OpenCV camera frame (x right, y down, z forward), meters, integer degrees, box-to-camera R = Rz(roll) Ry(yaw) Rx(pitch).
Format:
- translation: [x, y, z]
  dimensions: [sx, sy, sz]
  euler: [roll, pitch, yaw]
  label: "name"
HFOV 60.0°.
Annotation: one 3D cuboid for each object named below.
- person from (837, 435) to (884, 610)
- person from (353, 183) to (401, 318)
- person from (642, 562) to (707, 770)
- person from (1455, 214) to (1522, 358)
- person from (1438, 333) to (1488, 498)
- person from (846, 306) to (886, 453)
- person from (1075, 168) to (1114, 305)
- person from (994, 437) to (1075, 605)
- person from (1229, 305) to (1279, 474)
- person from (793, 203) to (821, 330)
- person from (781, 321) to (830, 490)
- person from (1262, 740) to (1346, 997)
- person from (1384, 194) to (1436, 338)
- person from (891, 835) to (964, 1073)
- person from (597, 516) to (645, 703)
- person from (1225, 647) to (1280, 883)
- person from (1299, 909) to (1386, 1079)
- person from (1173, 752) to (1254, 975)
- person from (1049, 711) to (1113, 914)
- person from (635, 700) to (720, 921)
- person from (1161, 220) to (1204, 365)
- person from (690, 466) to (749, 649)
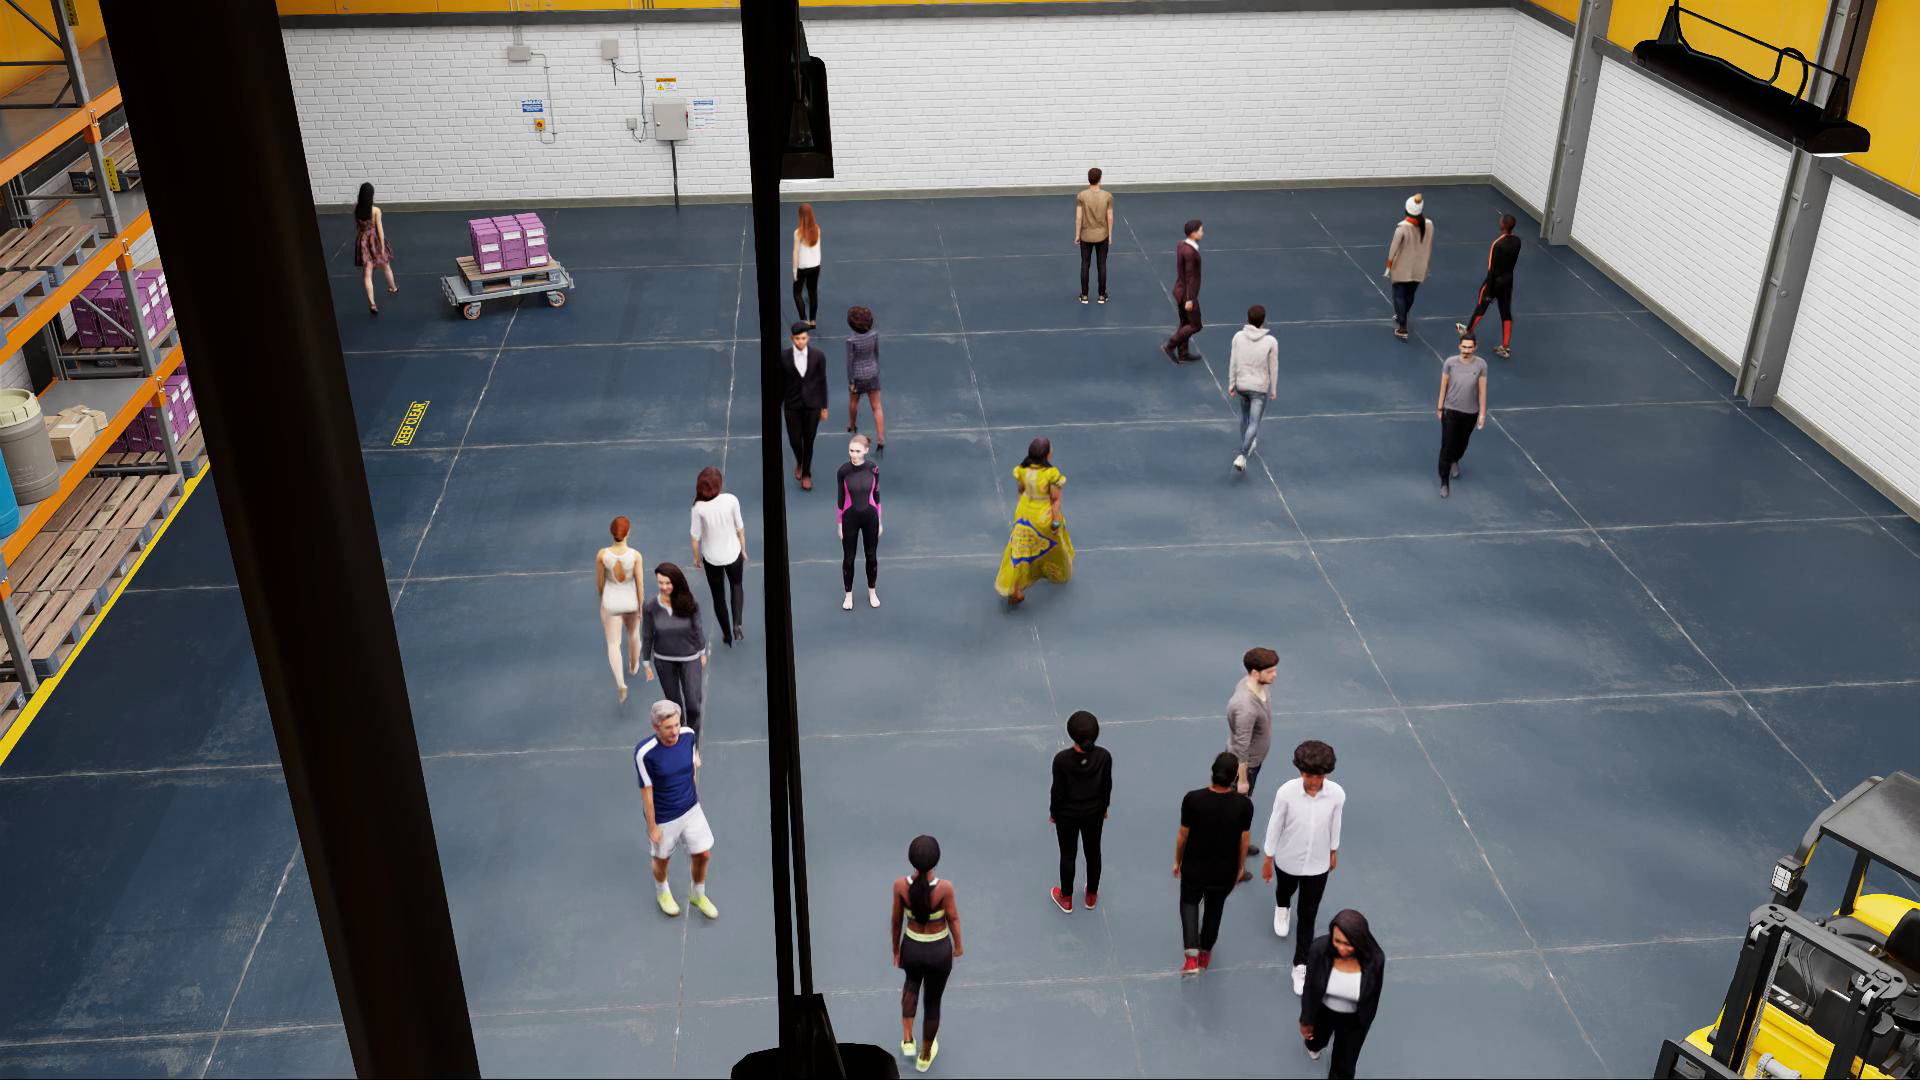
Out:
- translation: [-0.923, -0.180, 15.411]
  dimensions: [0.584, 1.749, 0.538]
  euler: [-5, 29, -9]
  label: "person"
- translation: [-7.844, -3.812, 22.099]
  dimensions: [0.716, 1.721, 1.176]
  euler: [0, 29, 1]
  label: "person"
- translation: [-2.279, 0.914, 13.407]
  dimensions: [0.636, 1.748, 0.836]
  euler: [-3, 29, -5]
  label: "person"
- translation: [6.828, -3.155, 20.852]
  dimensions: [0.843, 1.763, 1.214]
  euler: [-10, 30, -18]
  label: "person"
- translation: [5.322, -1.392, 17.669]
  dimensions: [0.827, 1.717, 1.198]
  euler: [5, 29, 10]
  label: "person"
- translation: [-1.004, -1.725, 18.354]
  dimensions: [0.890, 1.644, 1.159]
  euler: [-14, 32, -24]
  label: "person"
- translation: [1.815, -4.119, 22.527]
  dimensions: [0.706, 1.850, 0.639]
  euler: [3, 29, 6]
  label: "person"
- translation: [0.680, -0.148, 15.492]
  dimensions: [1.238, 1.615, 1.428]
  euler: [16, 32, 27]
  label: "person"
- translation: [3.135, -1.609, 17.956]
  dimensions: [1.078, 1.821, 1.309]
  euler: [13, 31, 22]
  label: "person"
- translation: [-1.941, -3.520, 21.569]
  dimensions: [0.718, 1.717, 0.751]
  euler: [-20, 34, -32]
  label: "person"
- translation: [-1.672, -1.469, 17.646]
  dimensions: [0.737, 1.874, 0.687]
  euler: [-4, 29, -7]
  label: "person"
- translation: [2.300, 2.080, 11.252]
  dimensions: [0.801, 1.766, 1.177]
  euler: [3, 29, 5]
  label: "person"
- translation: [5.790, -3.514, 21.394]
  dimensions: [0.752, 1.875, 1.009]
  euler: [-5, 29, -9]
  label: "person"
- translation: [-0.226, 2.623, 10.282]
  dimensions: [0.653, 1.741, 0.679]
  euler: [6, 29, 11]
  label: "person"
- translation: [-2.877, 0.594, 14.134]
  dimensions: [0.629, 1.615, 1.005]
  euler: [-5, 29, -10]
  label: "person"
- translation: [2.048, 1.582, 12.026]
  dimensions: [0.797, 1.898, 0.644]
  euler: [10, 30, 17]
  label: "person"
- translation: [2.277, 2.809, 10.106]
  dimensions: [0.798, 1.584, 1.141]
  euler: [4, 29, 7]
  label: "person"
- translation: [1.669, 2.216, 11.031]
  dimensions: [0.725, 1.739, 0.860]
  euler: [3, 29, 6]
  label: "person"
- translation: [0.848, 1.902, 11.674]
  dimensions: [0.608, 1.675, 0.561]
  euler: [-5, 29, -9]
  label: "person"
- translation: [-2.065, 1.846, 11.628]
  dimensions: [0.827, 1.816, 0.892]
  euler: [-19, 34, -31]
  label: "person"
- translation: [2.737, -3.043, 20.549]
  dimensions: [0.773, 1.857, 0.739]
  euler: [-4, 29, -6]
  label: "person"
- translation: [-2.079, 0.210, 14.661]
  dimensions: [0.696, 1.783, 0.683]
  euler: [-9, 30, -16]
  label: "person"
